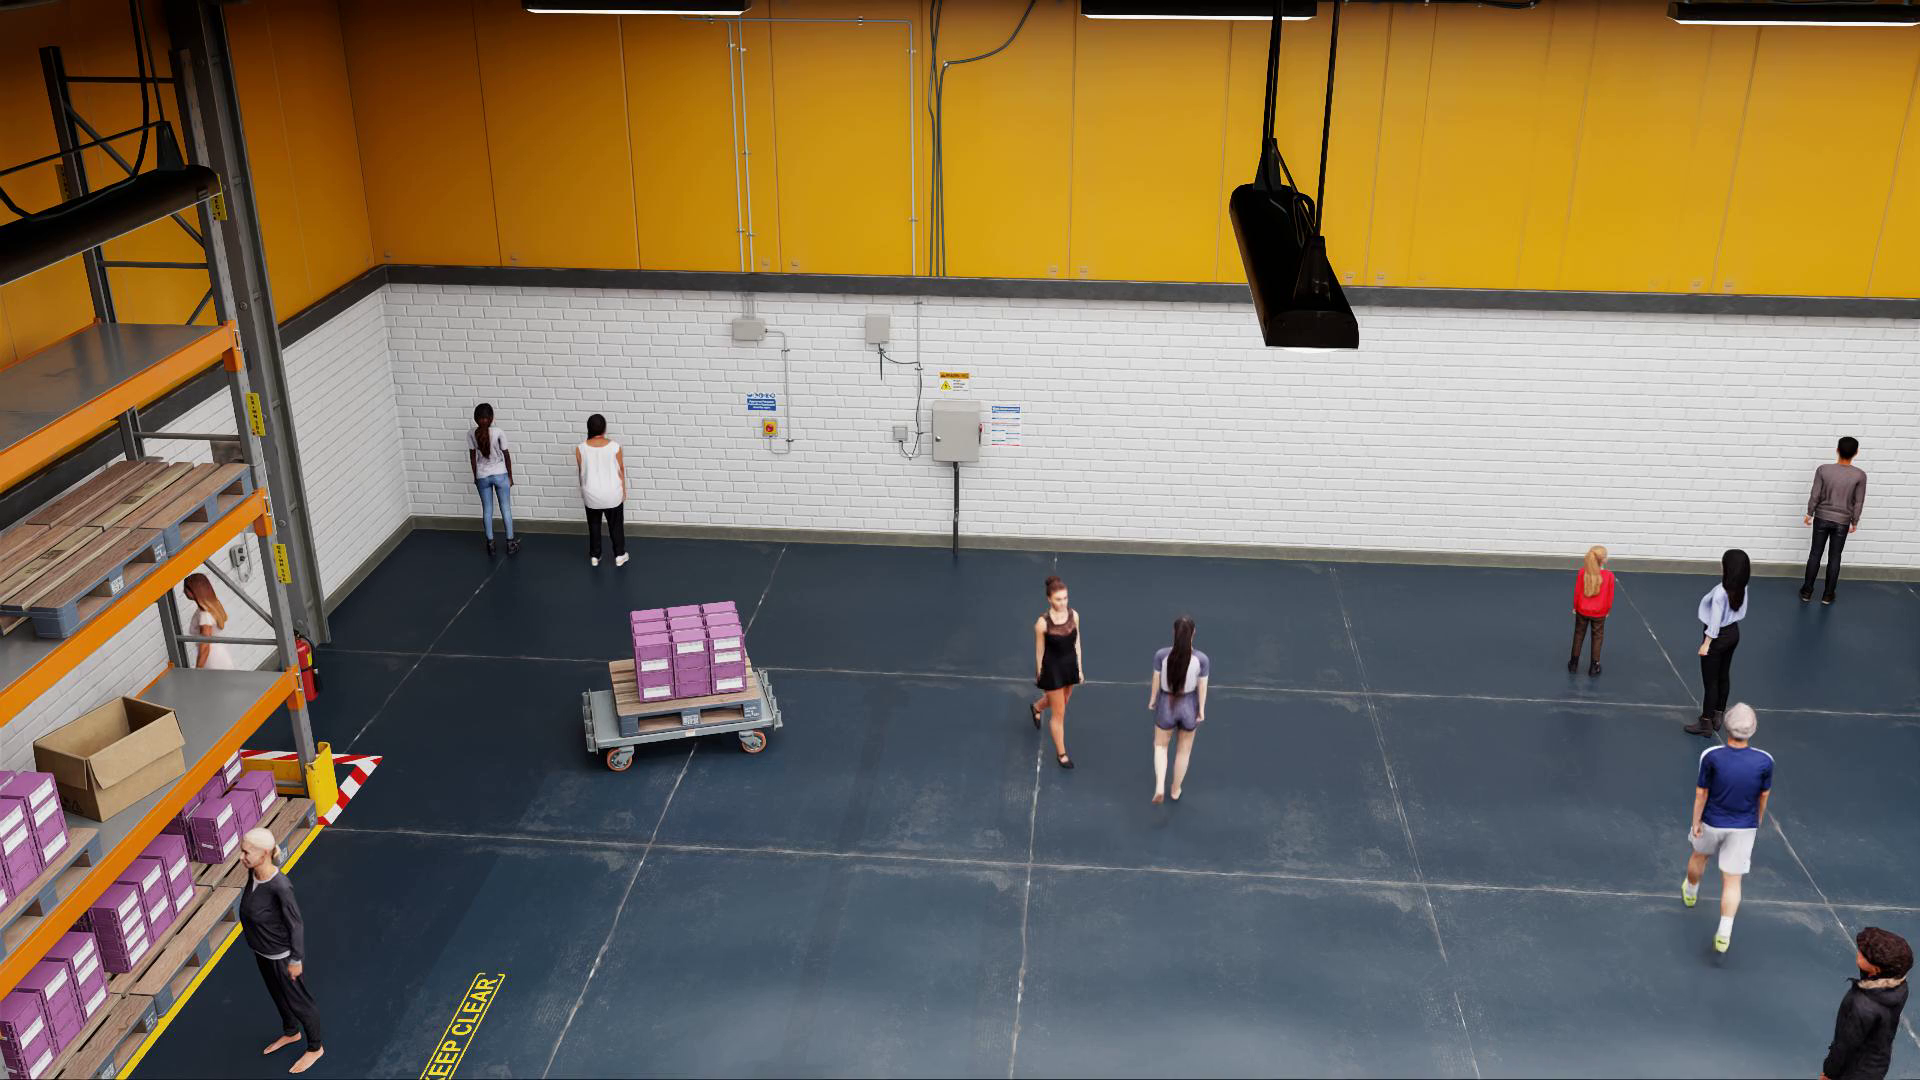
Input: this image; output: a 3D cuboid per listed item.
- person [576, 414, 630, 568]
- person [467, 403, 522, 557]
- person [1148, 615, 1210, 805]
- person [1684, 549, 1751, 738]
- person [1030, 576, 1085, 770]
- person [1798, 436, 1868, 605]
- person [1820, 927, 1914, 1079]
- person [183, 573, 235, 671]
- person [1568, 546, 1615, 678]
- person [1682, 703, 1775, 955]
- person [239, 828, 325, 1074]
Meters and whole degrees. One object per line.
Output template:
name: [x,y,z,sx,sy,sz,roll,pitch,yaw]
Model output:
person: [-3.813,-0.541,17.733,0.658,1.687,0.614,0,24,0]
person: [-5.054,-0.666,17.979,0.609,1.720,0.565,-1,24,-3]
person: [1.736,1.413,13.325,0.663,1.637,0.768,5,24,10]
person: [6.583,0.885,14.401,0.715,1.743,0.767,-17,29,-34]
person: [0.793,1.064,14.100,0.947,1.655,1.090,-13,27,-27]
person: [8.840,-0.202,16.862,0.713,1.764,0.670,9,25,19]
person: [5.213,3.013,9.505,0.714,1.766,0.789,-21,31,-40]
person: [-6.279,1.055,14.076,0.752,1.692,0.672,-8,25,-18]
person: [5.889,0.654,15.508,0.566,1.280,0.589,12,26,25]
person: [5.418,2.034,11.696,0.877,1.804,1.225,9,25,19]
person: [-4.332,2.571,10.565,0.690,1.726,0.696,17,29,33]
